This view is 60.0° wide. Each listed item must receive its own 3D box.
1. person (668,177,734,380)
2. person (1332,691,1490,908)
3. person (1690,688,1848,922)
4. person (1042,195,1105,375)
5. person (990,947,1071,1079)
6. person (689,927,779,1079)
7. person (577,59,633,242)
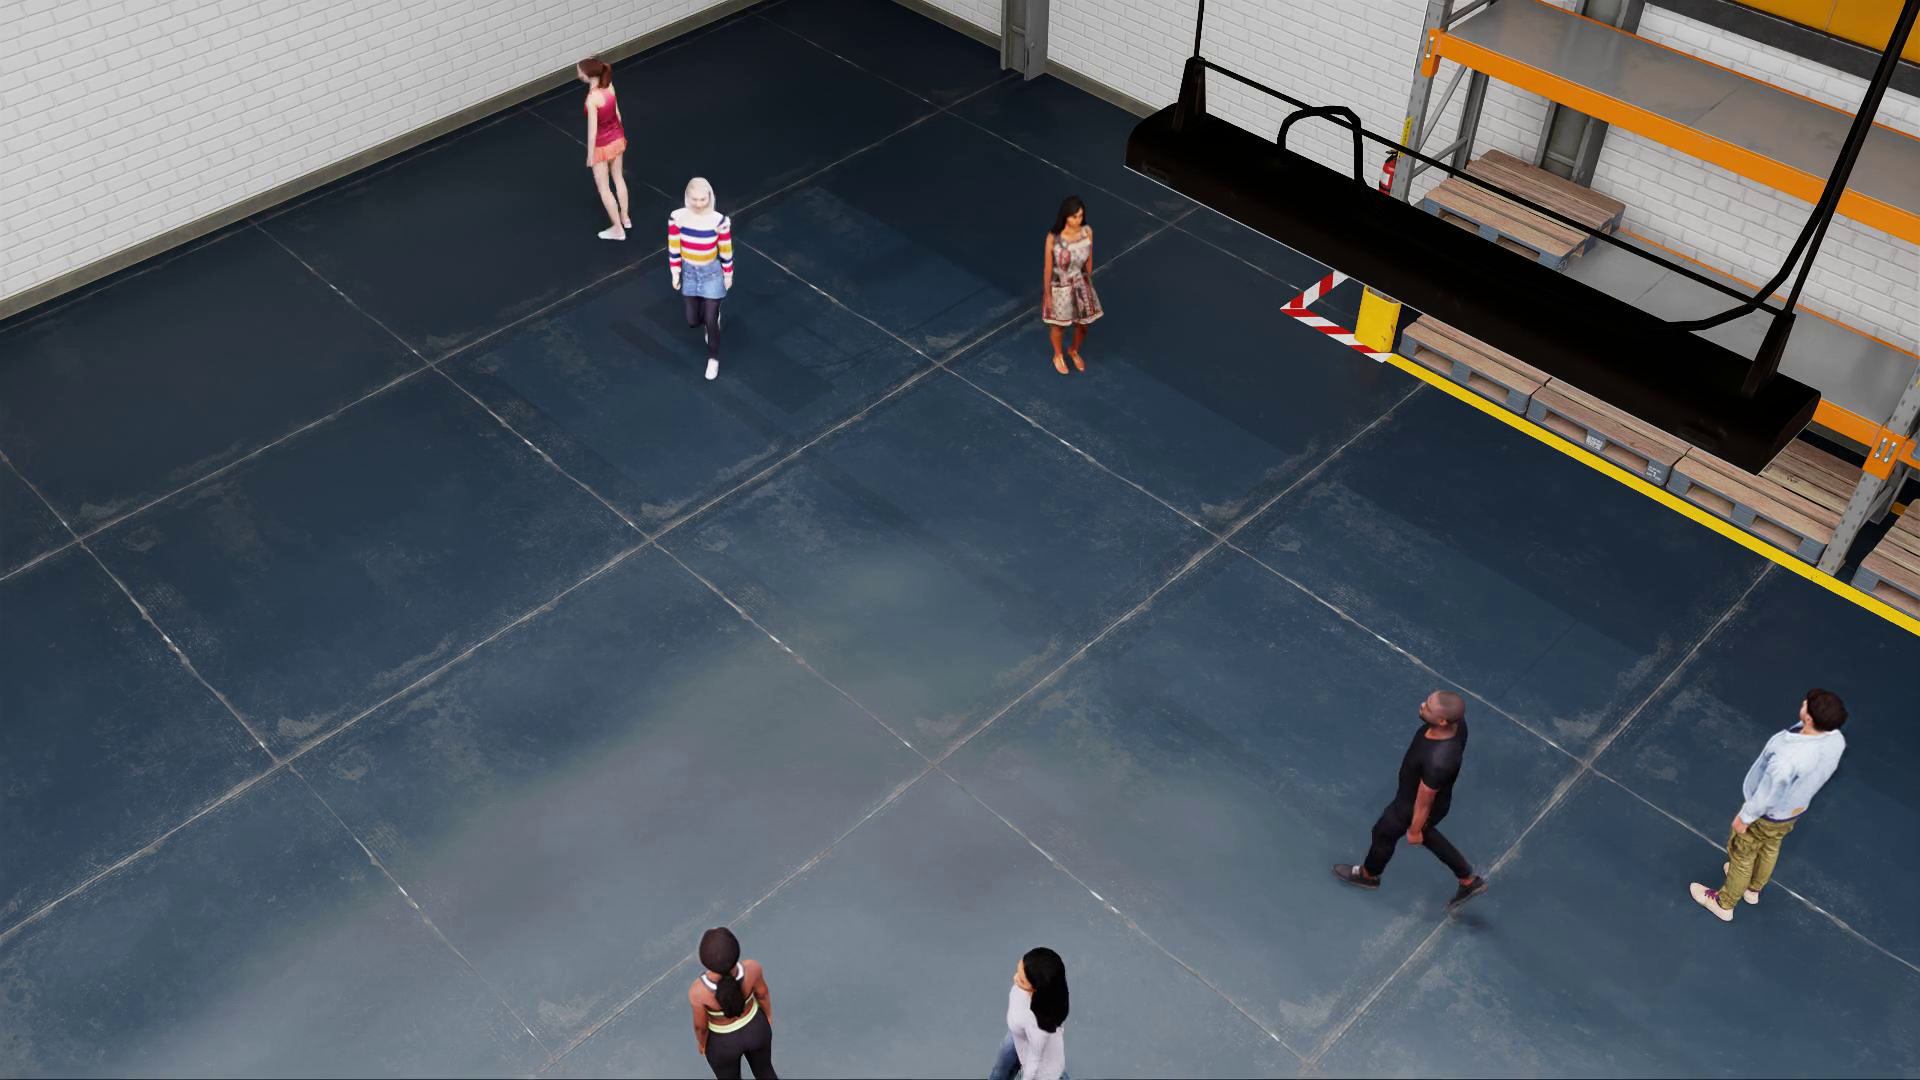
[{"bbox_3d":[-2.032,-2.149,13.283,0.920,1.793,0.969,4,44,4],"label":"person"},{"bbox_3d":[2.698,1.516,9.436,1.212,1.793,0.931,17,46,17],"label":"person"},{"bbox_3d":[4.622,1.506,9.435,0.739,1.810,0.671,-20,47,-20],"label":"person"},{"bbox_3d":[0.819,-2.078,13.324,0.758,1.634,0.781,-12,45,-12],"label":"person"},{"bbox_3d":[0.505,2.614,8.362,1.245,1.686,1.104,4,44,5],"label":"person"},{"bbox_3d":[-1.126,2.513,8.417,0.616,1.755,0.607,-19,47,-19],"label":"person"},{"bbox_3d":[-3.134,-3.510,14.753,0.650,1.736,0.691,32,52,29],"label":"person"}]
